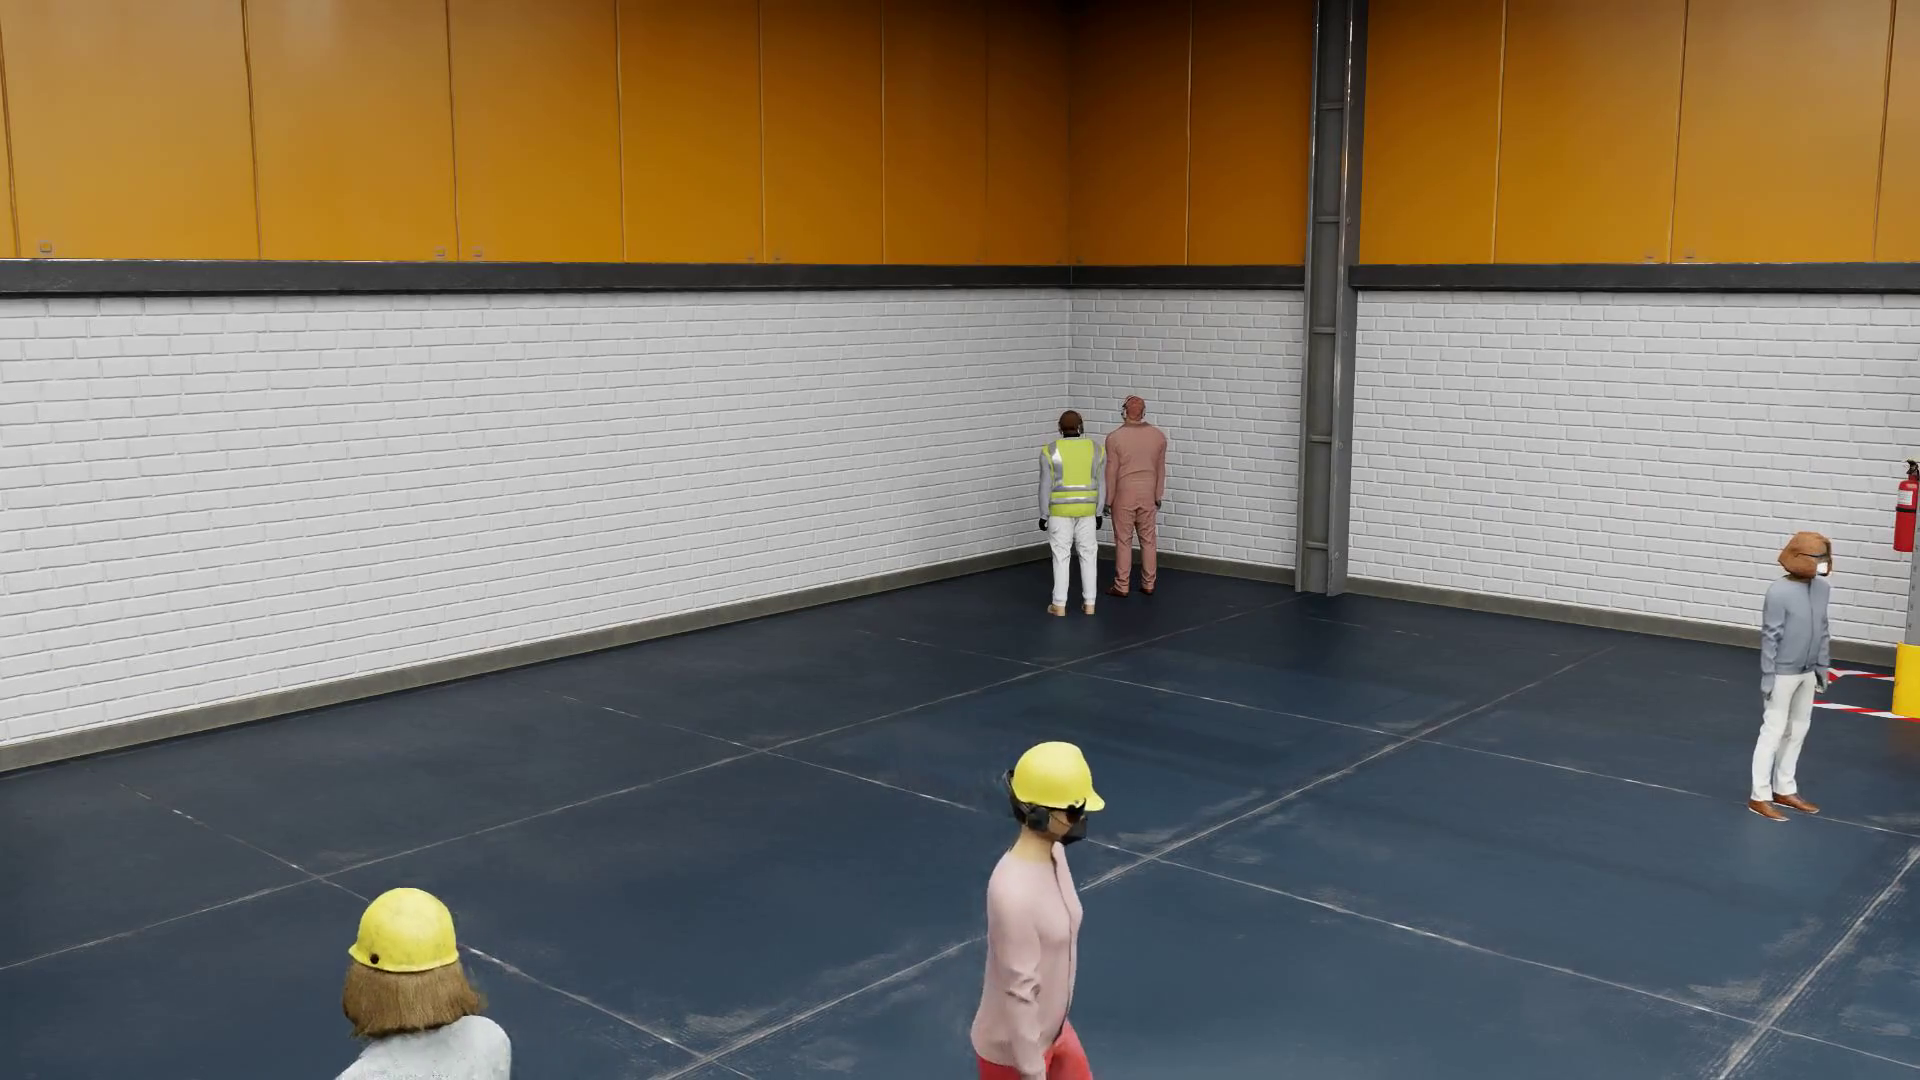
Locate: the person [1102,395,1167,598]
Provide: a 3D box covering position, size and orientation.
[{"bbox_3d":[1.623,-0.407,15.697,0.639,1.908,0.409,-4,10,-22],"label":"person"}]

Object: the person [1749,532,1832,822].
[{"bbox_3d":[4.659,0.754,9.298,0.497,1.626,0.283,-5,10,-28],"label":"person"}]

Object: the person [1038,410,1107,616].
[{"bbox_3d":[0.989,-0.237,14.839,0.624,1.841,0.430,-2,9,-12],"label":"person"}]

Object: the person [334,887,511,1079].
[{"bbox_3d":[-1.123,1.607,3.611,0.533,1.724,0.494,5,10,28],"label":"person"}]

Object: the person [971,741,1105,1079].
[{"bbox_3d":[0.224,1.422,4.713,0.376,1.752,0.531,3,10,21],"label":"person"}]
